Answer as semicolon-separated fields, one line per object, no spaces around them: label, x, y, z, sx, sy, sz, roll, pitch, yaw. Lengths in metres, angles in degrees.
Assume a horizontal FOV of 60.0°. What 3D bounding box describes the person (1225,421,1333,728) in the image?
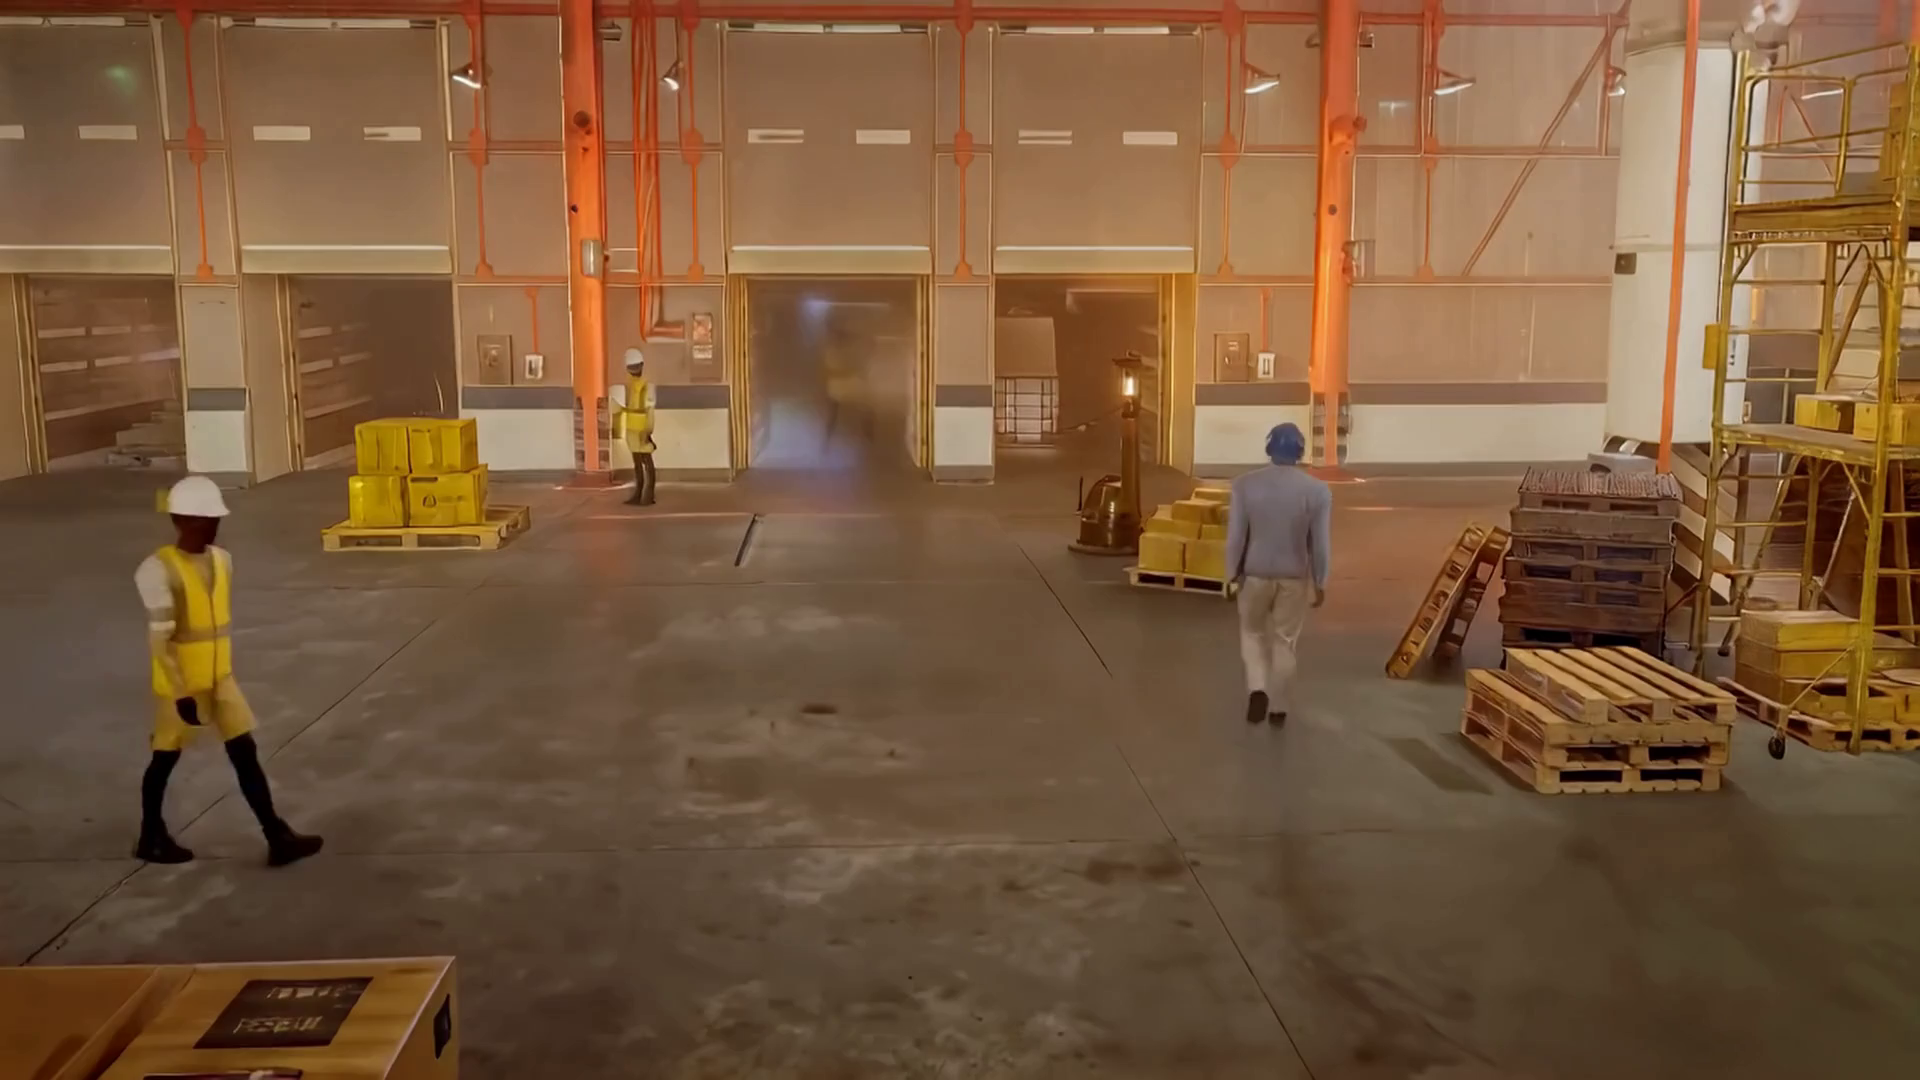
person;1.965;0.232;10.259;0.651;1.928;0.519;1;9;9

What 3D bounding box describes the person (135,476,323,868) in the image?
person;-3.548;0.644;7.826;1.003;1.883;0.553;4;10;22

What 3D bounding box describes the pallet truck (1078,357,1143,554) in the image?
pallet truck;2.088;-0.836;16.757;1.885;1.965;0.823;2;9;13

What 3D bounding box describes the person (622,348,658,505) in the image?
person;-3.958;-1.389;20.455;0.544;1.930;0.388;9;13;43
